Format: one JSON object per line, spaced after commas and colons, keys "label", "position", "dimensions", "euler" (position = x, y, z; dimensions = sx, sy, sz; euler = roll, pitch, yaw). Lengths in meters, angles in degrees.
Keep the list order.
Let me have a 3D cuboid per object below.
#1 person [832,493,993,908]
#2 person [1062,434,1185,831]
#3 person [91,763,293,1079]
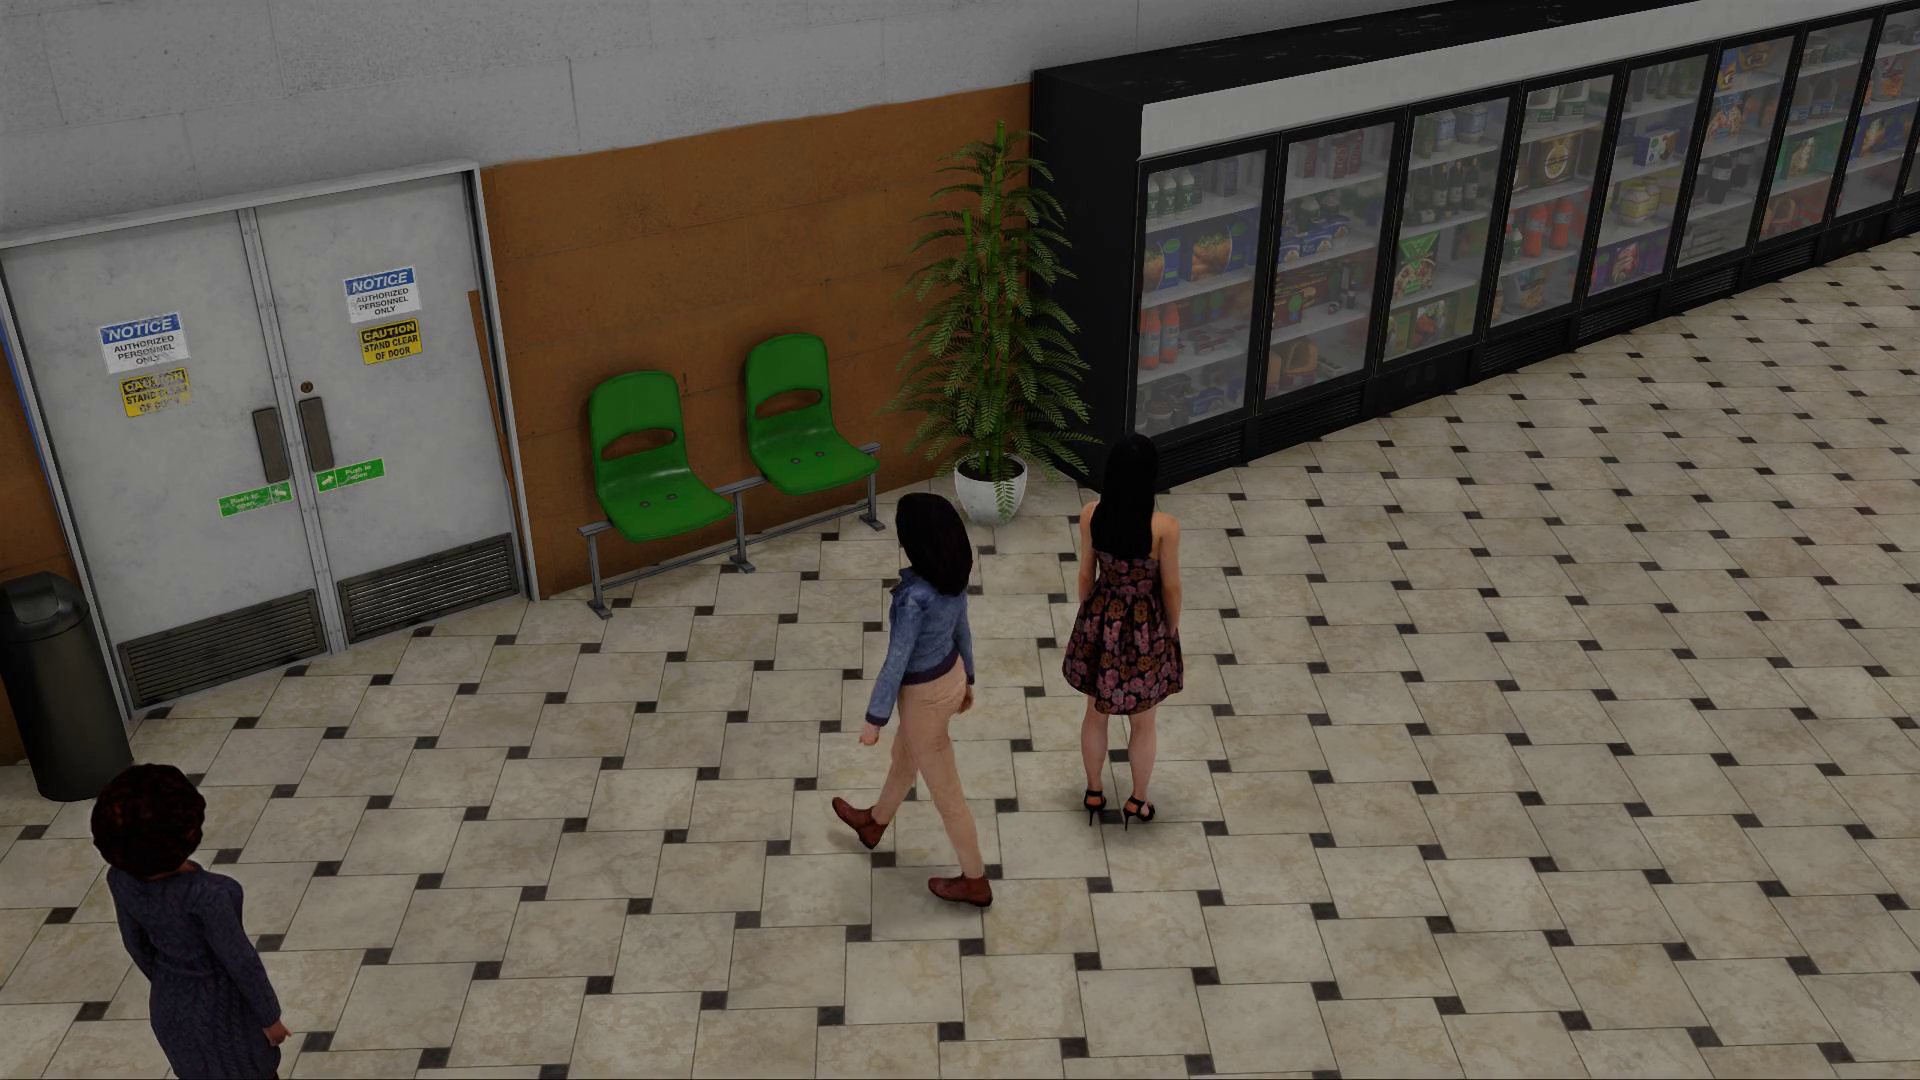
{"label": "person", "position": [-0.037, 0.644, 6.180], "dimensions": [1.113, 1.747, 0.921], "euler": [14, 31, 23]}
{"label": "person", "position": [0.659, 0.387, 6.622], "dimensions": [0.783, 1.774, 0.860], "euler": [10, 30, 18]}
{"label": "person", "position": [-2.196, 1.385, 4.860], "dimensions": [0.630, 1.711, 0.720], "euler": [9, 30, 17]}
